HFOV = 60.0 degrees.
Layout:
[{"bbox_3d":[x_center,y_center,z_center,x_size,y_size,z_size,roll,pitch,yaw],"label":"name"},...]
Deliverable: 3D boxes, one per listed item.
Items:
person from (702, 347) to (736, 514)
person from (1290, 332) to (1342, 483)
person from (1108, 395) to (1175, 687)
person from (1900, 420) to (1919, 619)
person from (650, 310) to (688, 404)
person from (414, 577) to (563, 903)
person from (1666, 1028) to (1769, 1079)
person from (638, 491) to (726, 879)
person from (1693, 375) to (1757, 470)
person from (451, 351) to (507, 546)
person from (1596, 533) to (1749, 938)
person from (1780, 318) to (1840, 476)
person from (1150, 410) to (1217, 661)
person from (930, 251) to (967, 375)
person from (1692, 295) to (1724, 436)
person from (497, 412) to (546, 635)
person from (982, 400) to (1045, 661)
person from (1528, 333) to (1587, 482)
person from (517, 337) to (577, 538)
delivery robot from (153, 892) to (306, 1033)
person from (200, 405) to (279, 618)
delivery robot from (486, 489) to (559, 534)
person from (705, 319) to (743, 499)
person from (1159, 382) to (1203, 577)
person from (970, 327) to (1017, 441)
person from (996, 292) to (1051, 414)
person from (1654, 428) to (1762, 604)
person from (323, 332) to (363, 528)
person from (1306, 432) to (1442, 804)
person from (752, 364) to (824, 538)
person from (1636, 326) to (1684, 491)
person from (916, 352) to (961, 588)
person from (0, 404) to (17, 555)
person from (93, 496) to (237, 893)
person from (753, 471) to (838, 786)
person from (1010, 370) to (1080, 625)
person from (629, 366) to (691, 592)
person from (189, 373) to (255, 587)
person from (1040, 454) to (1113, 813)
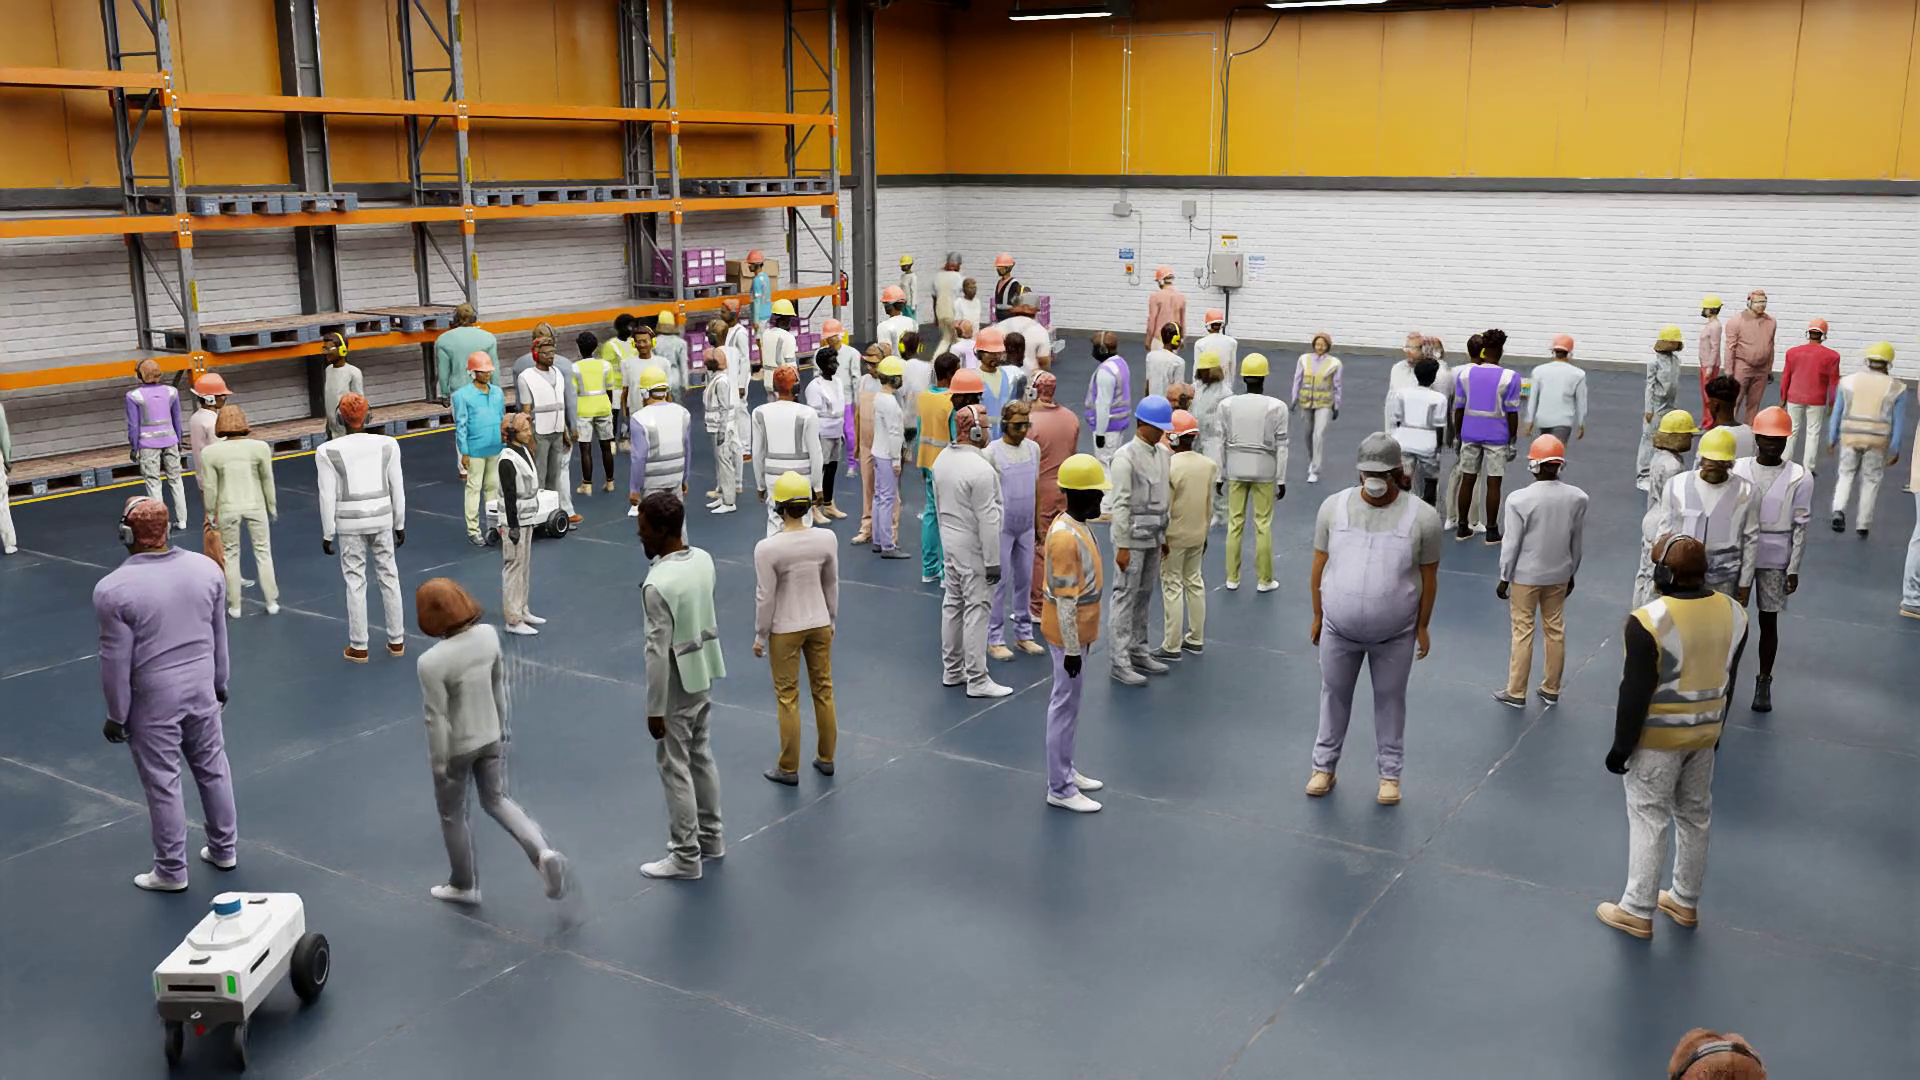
[{"bbox_3d":[-2.368,-1.079,16.372,0.309,1.636,0.522,-3,13,-15],"label":"person"},{"bbox_3d":[3.897,-1.473,18.132,0.520,1.610,0.767,8,15,32],"label":"person"},{"bbox_3d":[1.219,-0.008,11.072,0.416,1.935,0.605,10,16,36],"label":"person"},{"bbox_3d":[7.417,-0.394,12.618,0.384,1.992,0.617,8,15,32],"label":"person"},{"bbox_3d":[-3.411,-1.826,19.505,0.485,1.712,0.870,-7,15,-28],"label":"person"},{"bbox_3d":[-2.208,0.948,7.631,0.650,1.608,0.535,8,15,30],"label":"person"},{"bbox_3d":[1.625,1.850,3.686,0.522,1.627,0.371,3,13,13],"label":"person"},{"bbox_3d":[-1.347,0.705,8.050,0.391,1.910,0.592,4,13,16],"label":"person"},{"bbox_3d":[5.359,-0.188,11.795,0.612,1.957,0.371,-10,16,-37],"label":"person"},{"bbox_3d":[-4.304,-0.838,15.066,0.327,1.752,0.562,8,15,32],"label":"person"},{"bbox_3d":[3.165,0.875,7.454,0.619,1.842,0.430,-5,14,-20],"label":"person"},{"bbox_3d":[9.294,-1.555,18.214,0.574,1.740,0.355,9,16,34],"label":"person"},{"bbox_3d":[1.523,-0.036,11.589,0.575,1.749,0.335,-11,17,-40],"label":"person"},{"bbox_3d":[-0.123,-3.535,26.141,0.702,2.000,0.655,10,16,38],"label":"person"},{"bbox_3d":[9.388,-2.191,20.913,0.327,1.767,0.533,4,13,15],"label":"person"},{"bbox_3d":[-3.244,-0.127,12.236,0.310,1.638,0.523,-1,13,-2],"label":"person"},{"bbox_3d":[0.361,-0.068,11.566,0.516,1.835,0.358,-9,16,-35],"label":"person"},{"bbox_3d":[6.046,-1.234,16.878,0.569,1.717,0.877,12,18,42],"label":"person"},{"bbox_3d":[-3.841,-0.961,15.399,0.389,1.846,0.564,6,14,24],"label":"person"},{"bbox_3d":[-2.918,1.657,6.670,0.477,0.478,0.707,0,13,1],"label":"delivery robot"},{"bbox_3d":[-5.468,-0.214,12.653,0.506,1.628,0.278,-5,14,-22],"label":"person"},{"bbox_3d":[-3.981,-0.295,15.134,0.477,0.478,0.707,6,14,24],"label":"delivery robot"},{"bbox_3d":[-2.433,-1.335,17.023,0.349,1.847,0.505,6,14,25],"label":"person"},{"bbox_3d":[1.803,-0.496,13.838,0.306,1.639,0.522,-11,17,-40],"label":"person"},{"bbox_3d":[0.254,-0.805,14.293,0.615,2.042,0.372,-8,15,-32],"label":"person"},{"bbox_3d":[0.701,-1.783,18.542,0.715,2.000,0.548,9,16,35],"label":"person"},{"bbox_3d":[4.679,0.191,10.459,0.594,1.825,0.403,6,14,26],"label":"person"},{"bbox_3d":[-5.770,-1.011,15.564,0.520,1.874,0.327,8,15,32],"label":"person"},{"bbox_3d":[2.208,0.424,8.968,0.673,2.000,0.536,5,14,21],"label":"person"},{"bbox_3d":[-1.336,-0.432,13.024,0.573,1.883,0.355,4,14,17],"label":"person"},{"bbox_3d":[7.390,-1.376,17.451,0.511,1.737,0.324,-7,15,-29],"label":"person"},{"bbox_3d":[-0.136,-0.569,13.540,0.377,1.917,0.599,-9,16,-35],"label":"person"},{"bbox_3d":[-8.543,-0.649,14.499,0.511,1.641,0.307,-10,16,-36],"label":"person"},{"bbox_3d":[-3.791,0.732,7.925,0.399,1.909,0.642,8,15,31],"label":"person"},{"bbox_3d":[-0.914,0.492,9.272,0.523,1.769,0.315,-9,16,-34],"label":"person"},{"bbox_3d":[0.605,-0.320,12.485,0.403,1.911,0.637,12,17,42],"label":"person"},{"bbox_3d":[-2.422,-0.483,13.359,0.403,1.830,0.599,10,16,37],"label":"person"},{"bbox_3d":[-6.027,-0.483,13.528,0.330,1.750,0.572,-11,17,-39],"label":"person"},{"bbox_3d":[0.622,0.487,8.942,0.369,1.928,0.586,2,13,8],"label":"person"}]
